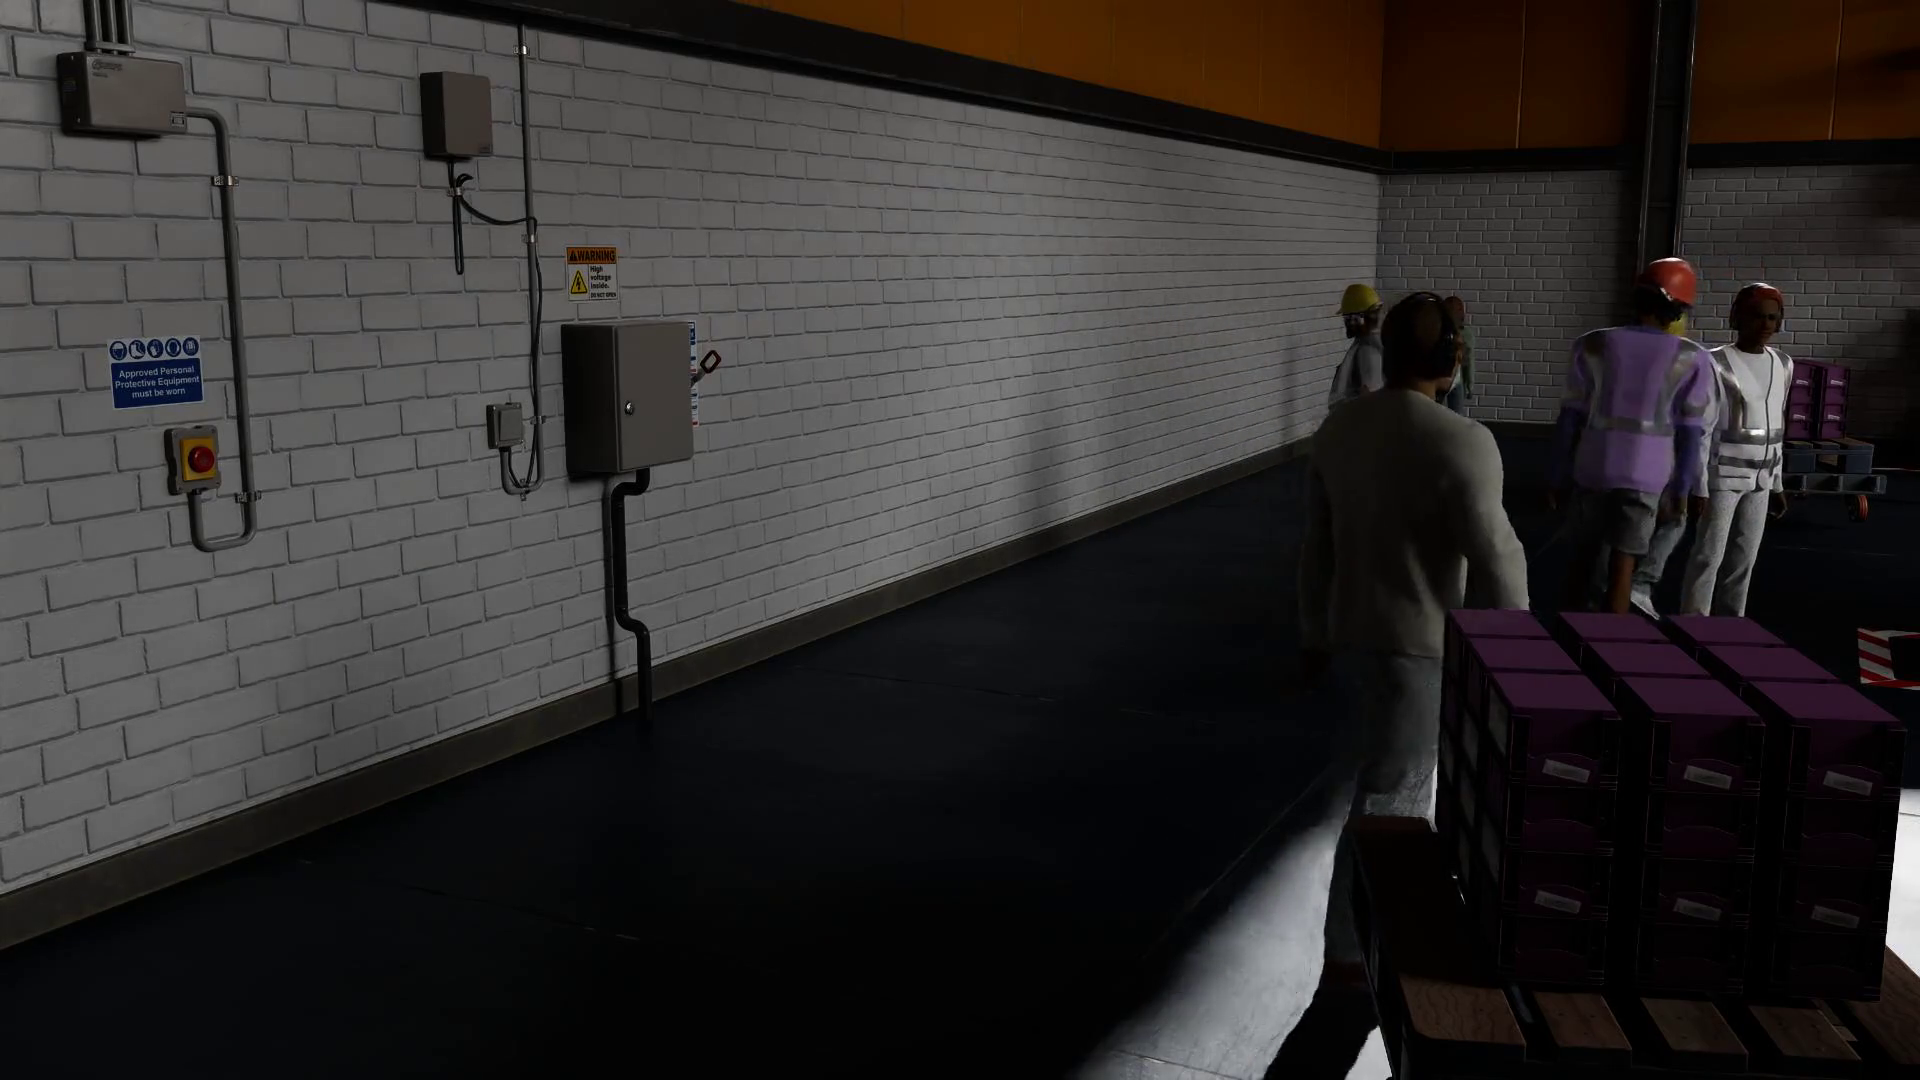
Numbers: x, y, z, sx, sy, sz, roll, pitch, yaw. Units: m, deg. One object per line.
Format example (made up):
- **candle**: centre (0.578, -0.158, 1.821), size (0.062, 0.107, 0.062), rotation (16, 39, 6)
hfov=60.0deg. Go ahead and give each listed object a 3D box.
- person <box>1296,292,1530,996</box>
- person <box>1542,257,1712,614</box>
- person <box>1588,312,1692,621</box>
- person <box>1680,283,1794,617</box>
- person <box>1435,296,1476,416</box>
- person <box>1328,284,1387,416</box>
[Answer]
- **person**: centre (1.314, 0.288, 4.573), size (0.813, 1.908, 0.642), rotation (-4, 11, -23)
- **person**: centre (3.104, -0.307, 7.771), size (0.684, 2.004, 0.610), rotation (5, 11, 29)
- **person**: centre (3.760, -0.404, 9.131), size (0.589, 1.719, 0.370), rotation (9, 13, 42)
- **person**: centre (3.666, -0.261, 7.844), size (0.577, 1.881, 0.349), rotation (-4, 11, -22)
- **person**: centre (4.494, -1.423, 15.320), size (0.501, 1.628, 0.266), rotation (8, 13, 38)
- **person**: centre (2.542, -0.706, 10.587), size (0.404, 1.826, 0.587), rotation (3, 10, 16)
